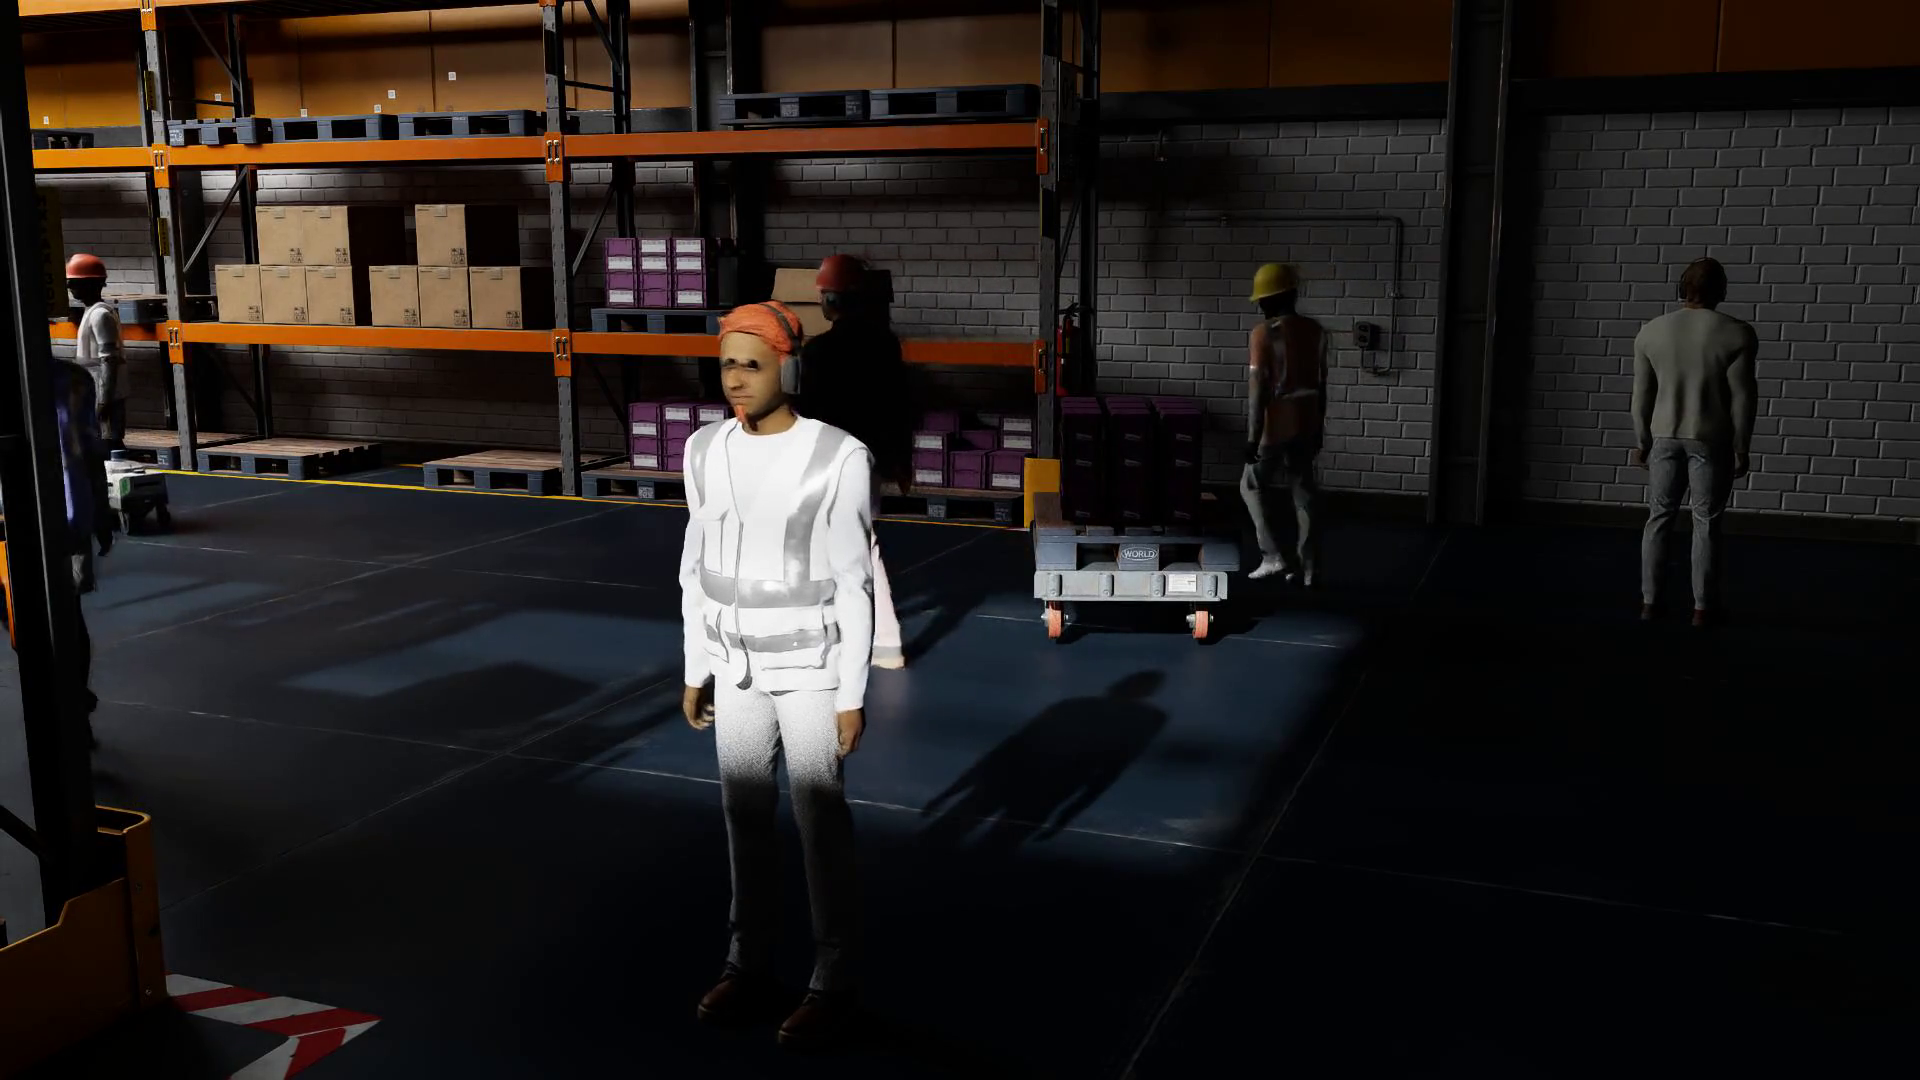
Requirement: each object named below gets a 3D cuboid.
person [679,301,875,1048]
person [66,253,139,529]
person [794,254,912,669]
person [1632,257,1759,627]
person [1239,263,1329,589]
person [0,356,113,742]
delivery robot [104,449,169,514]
[{"bbox_3d":[-0.466,0.339,4.234,0.578,1.879,0.348,6,12,31],"label":"person"},{"bbox_3d":[-6.071,-1.041,11.744,0.378,1.938,0.547,-6,12,-30],"label":"person"},{"bbox_3d":[-0.591,-0.390,8.058,0.999,1.948,0.640,8,13,39],"label":"person"},{"bbox_3d":[3.868,-0.512,8.796,0.630,1.940,0.373,9,13,40],"label":"person"},{"bbox_3d":[1.875,-0.658,9.720,0.647,1.892,0.557,-6,12,-32],"label":"person"},{"bbox_3d":[-3.560,-0.080,6.485,0.623,1.912,0.589,8,13,39],"label":"person"},{"bbox_3d":[-5.919,-0.395,11.740,0.707,0.478,0.477,7,13,35],"label":"delivery robot"}]
